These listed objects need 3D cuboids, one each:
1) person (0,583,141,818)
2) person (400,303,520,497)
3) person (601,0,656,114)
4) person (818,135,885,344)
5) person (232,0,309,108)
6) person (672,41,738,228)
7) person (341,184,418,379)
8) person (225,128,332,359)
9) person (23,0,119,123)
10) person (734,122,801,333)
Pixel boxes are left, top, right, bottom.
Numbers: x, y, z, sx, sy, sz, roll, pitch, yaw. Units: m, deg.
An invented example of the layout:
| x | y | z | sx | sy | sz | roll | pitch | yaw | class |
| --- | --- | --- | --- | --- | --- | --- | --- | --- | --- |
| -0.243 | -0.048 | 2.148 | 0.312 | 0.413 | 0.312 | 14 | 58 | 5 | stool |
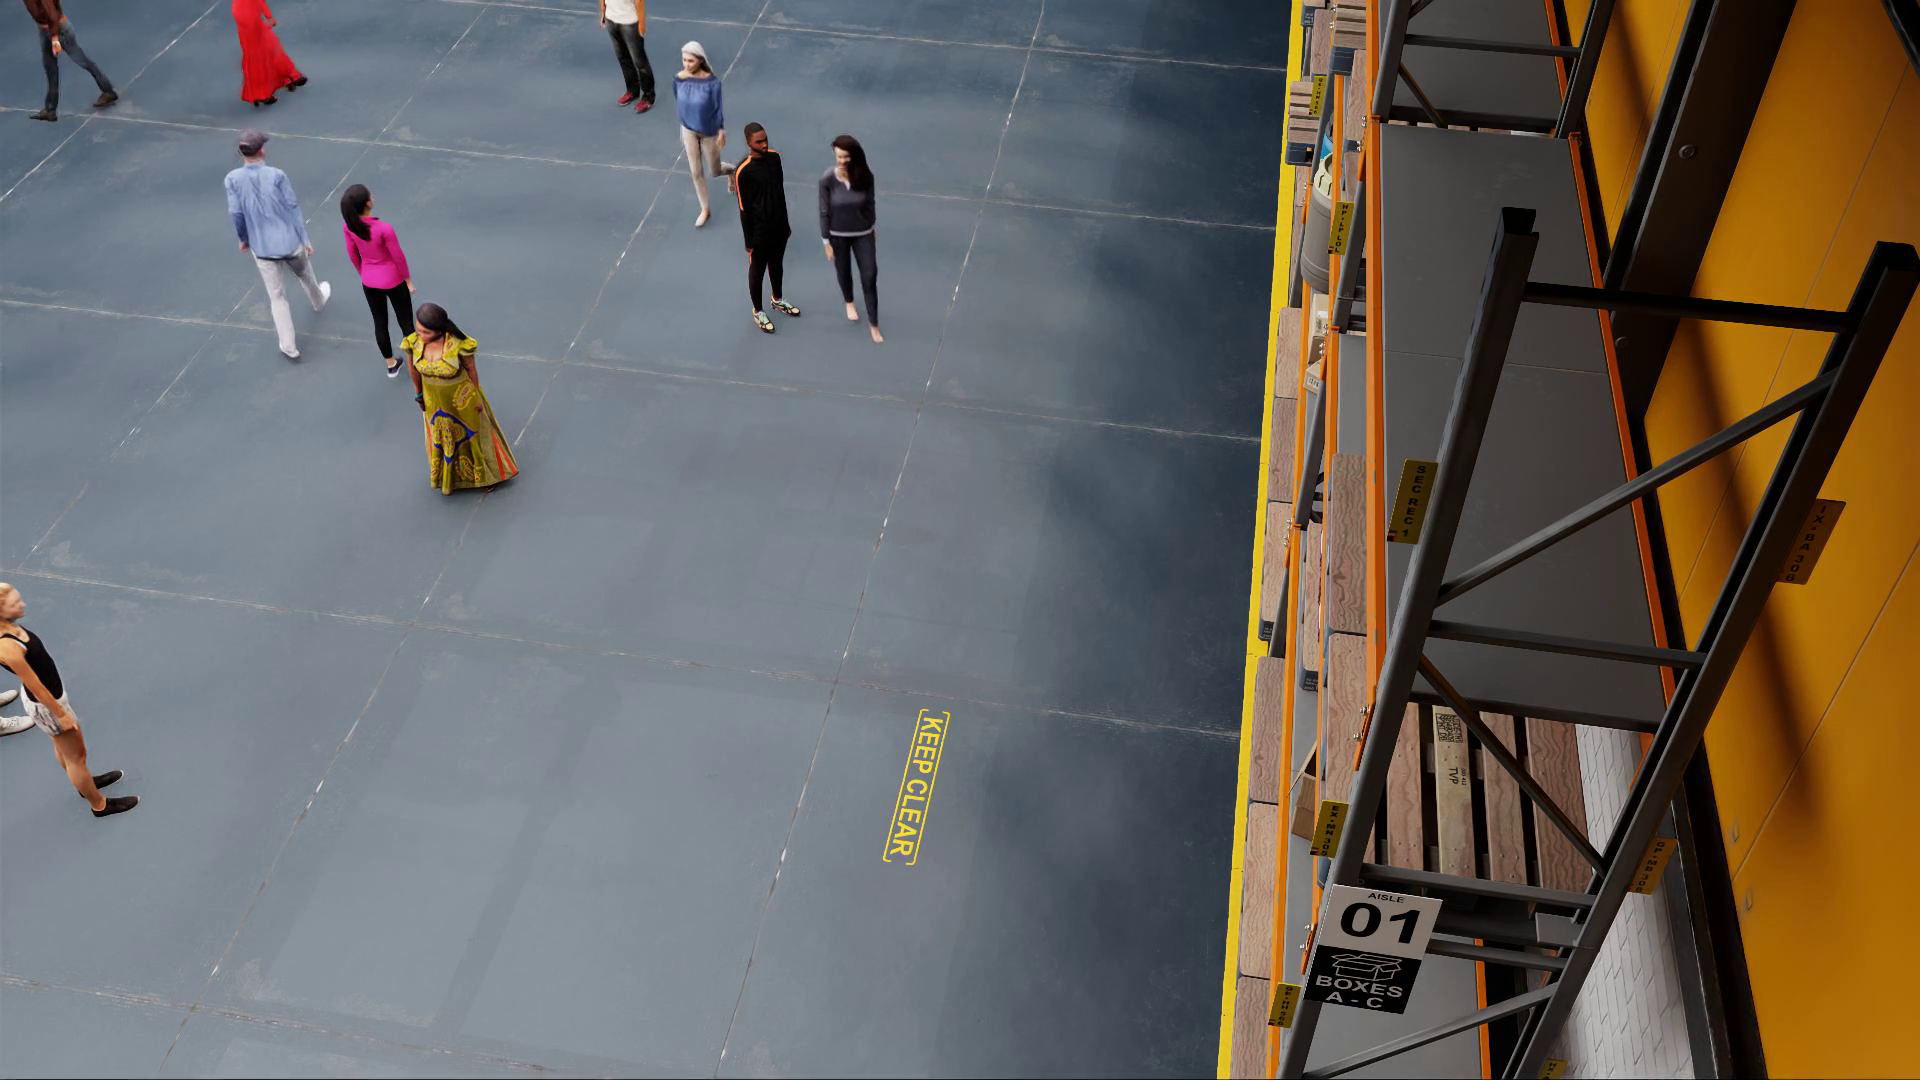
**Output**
| x | y | z | sx | sy | sz | roll | pitch | yaw | class |
| --- | --- | --- | --- | --- | --- | --- | --- | --- | --- |
| -5.365 | 0.931 | 9.750 | 0.738 | 1.845 | 0.680 | -27 | 50 | -25 | person |
| -3.655 | -1.034 | 11.956 | 0.907 | 1.658 | 0.842 | -1 | 44 | -1 | person |
| -3.227 | -5.056 | 16.073 | 0.722 | 1.803 | 0.692 | 24 | 48 | 23 | person |
| -0.913 | -2.522 | 13.446 | 0.826 | 1.746 | 1.032 | -7 | 44 | -7 | person |
| -6.945 | -5.016 | 16.061 | 1.045 | 1.761 | 0.972 | -27 | 50 | -25 | person |
| -2.239 | -3.614 | 14.647 | 0.703 | 1.682 | 0.942 | 13 | 45 | 14 | person |
| -4.493 | -2.006 | 12.947 | 0.577 | 1.699 | 0.539 | 6 | 44 | 6 | person |
| -5.401 | -2.296 | 13.152 | 0.983 | 1.825 | 1.239 | -9 | 44 | -9 | person |
| -8.582 | -4.897 | 15.951 | 0.998 | 1.730 | 1.217 | 27 | 50 | 26 | person |
| -1.575 | -2.549 | 13.430 | 0.770 | 1.808 | 0.652 | 32 | 52 | 29 | person |
